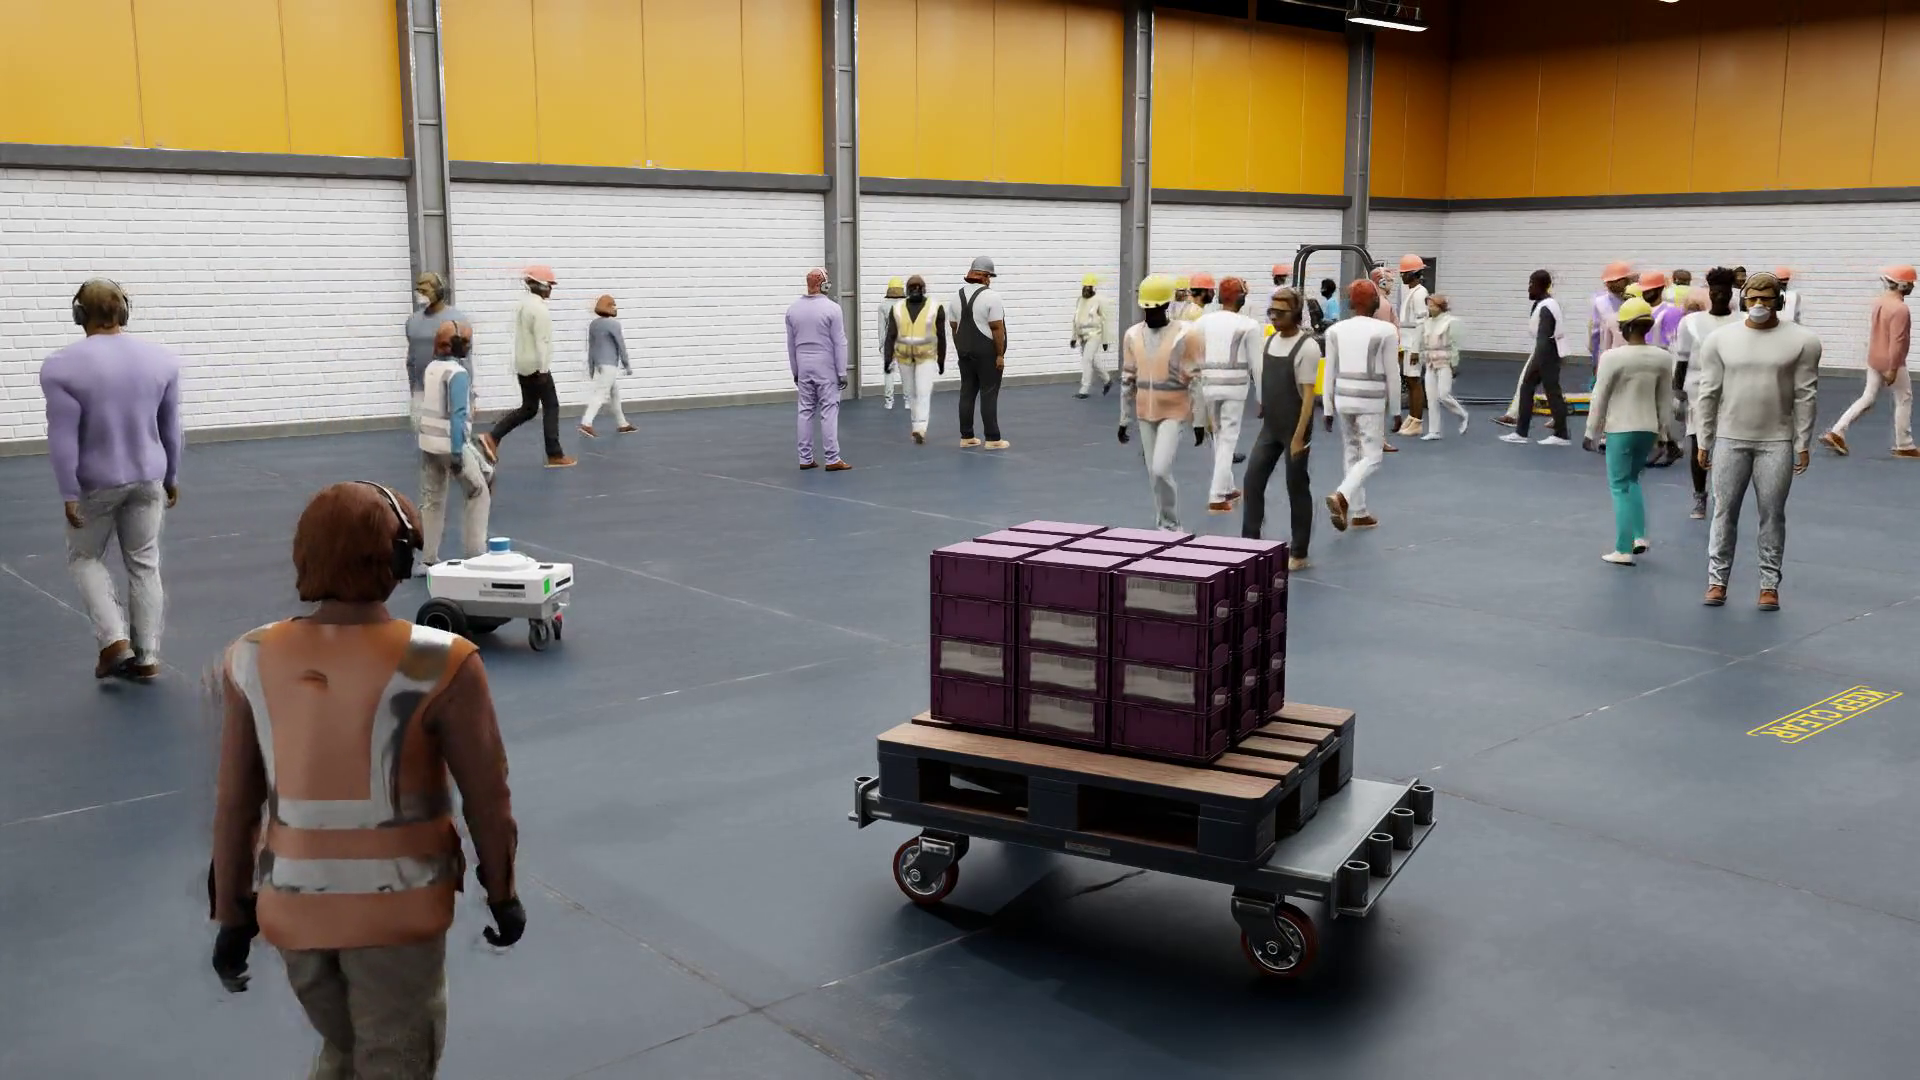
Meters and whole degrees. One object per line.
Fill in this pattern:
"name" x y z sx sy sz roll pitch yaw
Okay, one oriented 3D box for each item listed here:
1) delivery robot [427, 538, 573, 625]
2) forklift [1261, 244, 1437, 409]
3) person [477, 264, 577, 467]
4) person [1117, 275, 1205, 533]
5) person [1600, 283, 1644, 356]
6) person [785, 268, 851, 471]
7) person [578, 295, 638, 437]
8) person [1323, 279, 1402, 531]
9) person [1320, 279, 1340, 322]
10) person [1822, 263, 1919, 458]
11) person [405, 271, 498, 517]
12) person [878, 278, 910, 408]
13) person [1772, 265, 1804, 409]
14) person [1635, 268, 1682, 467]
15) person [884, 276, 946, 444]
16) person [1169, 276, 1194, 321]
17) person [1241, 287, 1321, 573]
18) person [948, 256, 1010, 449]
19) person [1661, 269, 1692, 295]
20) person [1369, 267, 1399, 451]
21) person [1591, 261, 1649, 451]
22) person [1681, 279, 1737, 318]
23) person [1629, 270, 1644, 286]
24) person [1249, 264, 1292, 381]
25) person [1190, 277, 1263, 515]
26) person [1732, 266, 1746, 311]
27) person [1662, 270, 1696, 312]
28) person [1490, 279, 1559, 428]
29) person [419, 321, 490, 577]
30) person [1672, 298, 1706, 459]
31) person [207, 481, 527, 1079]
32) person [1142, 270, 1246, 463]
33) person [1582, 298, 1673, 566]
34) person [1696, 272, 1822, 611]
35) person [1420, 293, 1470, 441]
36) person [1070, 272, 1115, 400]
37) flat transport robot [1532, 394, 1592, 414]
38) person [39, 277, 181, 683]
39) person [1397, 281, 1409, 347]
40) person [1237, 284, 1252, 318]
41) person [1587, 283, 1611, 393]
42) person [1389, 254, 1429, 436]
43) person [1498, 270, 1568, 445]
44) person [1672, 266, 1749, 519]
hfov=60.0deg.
"delivery robot" -2.383 0.233 8.643 0.707 0.478 0.477 2 10 11
"forklift" 5.256 -2.933 22.661 2.313 2.155 1.214 3 10 16
"person" -4.138 -1.644 15.827 0.818 1.959 0.657 -6 12 -33
"person" 1.351 -0.837 11.249 0.636 1.889 0.518 8 13 40
"person" 6.798 -1.729 16.898 0.532 1.745 0.561 -6 11 -32
"person" -1.320 -1.601 15.707 0.642 1.909 0.410 5 11 29
"person" -4.013 -1.965 18.752 0.495 1.592 0.873 9 13 43
"person" 2.876 -0.959 12.074 0.579 1.864 0.741 9 13 43
"person" 5.450 -3.074 24.976 0.601 1.674 0.557 1 10 4
"person" 9.228 -1.789 16.663 0.951 1.966 0.607 0 10 1
"person" -3.989 -1.130 12.934 0.635 1.920 0.765 5 11 26
"person" -0.849 -2.614 22.142 0.486 1.735 0.322 0 10 -1
"person" 10.919 -2.689 22.095 0.543 1.913 0.880 1 10 4
"person" 6.627 -1.635 15.909 0.455 1.901 0.546 -1 10 -4
"person" -0.512 -1.939 17.993 0.653 1.796 0.931 2 10 13
"person" 3.126 -2.750 22.900 1.008 1.747 0.597 -7 12 -37
"person" 1.966 -0.675 10.517 0.733 1.821 0.523 -6 11 -32
"person" 0.243 -1.980 17.532 0.678 2.000 0.537 8 13 41
"person" 11.164 -3.311 25.942 0.582 1.829 0.642 -6 12 -33
"person" 4.364 -1.880 17.331 0.410 1.912 0.643 -1 10 -8
"person" 6.896 -1.924 17.424 0.609 1.970 1.087 5 11 29
"person" 9.256 -2.420 20.661 0.703 1.852 0.799 7 12 37
"person" 7.799 -2.193 19.311 0.667 1.869 0.839 8 13 40
"person" 4.817 -3.261 25.461 0.957 1.888 0.569 10 14 44
"person" 2.180 -1.149 13.217 0.602 1.849 0.845 8 12 39
"person" 11.460 -3.103 24.605 0.507 1.872 0.329 -3 10 -19
"person" 10.777 -3.135 24.988 0.649 1.809 0.437 0 10 2
"person" 6.716 -2.197 19.471 0.942 1.821 0.508 -2 10 -14
"person" -3.170 -0.568 10.507 0.606 1.615 0.544 -9 13 -42
"person" 7.392 -1.636 16.781 0.501 1.609 0.631 5 11 26
"person" -1.095 0.701 3.087 0.519 1.618 0.497 2 10 13
"person" 2.263 -1.669 16.192 1.013 1.894 0.563 -1 10 -4
"person" 4.380 -0.709 10.960 0.527 1.753 0.478 -3 10 -17
"person" 4.558 -0.563 9.560 0.627 1.936 0.361 5 11 27
"person" 5.310 -1.902 18.270 0.495 1.621 0.543 -5 11 -27
"person" 1.902 -2.886 23.543 0.803 1.801 0.580 -6 12 -33
"flat transport robot" 7.947 -1.766 21.451 1.431 0.197 0.652 -3 10 -15
"person" -3.978 -0.267 7.848 0.437 1.923 0.635 9 14 44
"person" 7.920 -3.913 29.117 0.403 1.945 0.614 -6 12 -32
"person" 4.478 -3.369 26.853 0.533 1.620 0.364 -8 13 -41
"person" 8.645 -2.660 22.135 0.662 1.822 0.461 -3 10 -16
"person" 5.069 -2.180 18.708 0.394 2.040 0.609 1 10 7
"person" 6.170 -1.935 17.755 0.811 1.870 0.629 1 10 5
"person" 5.852 -1.141 12.891 0.622 1.948 0.546 5 11 26
